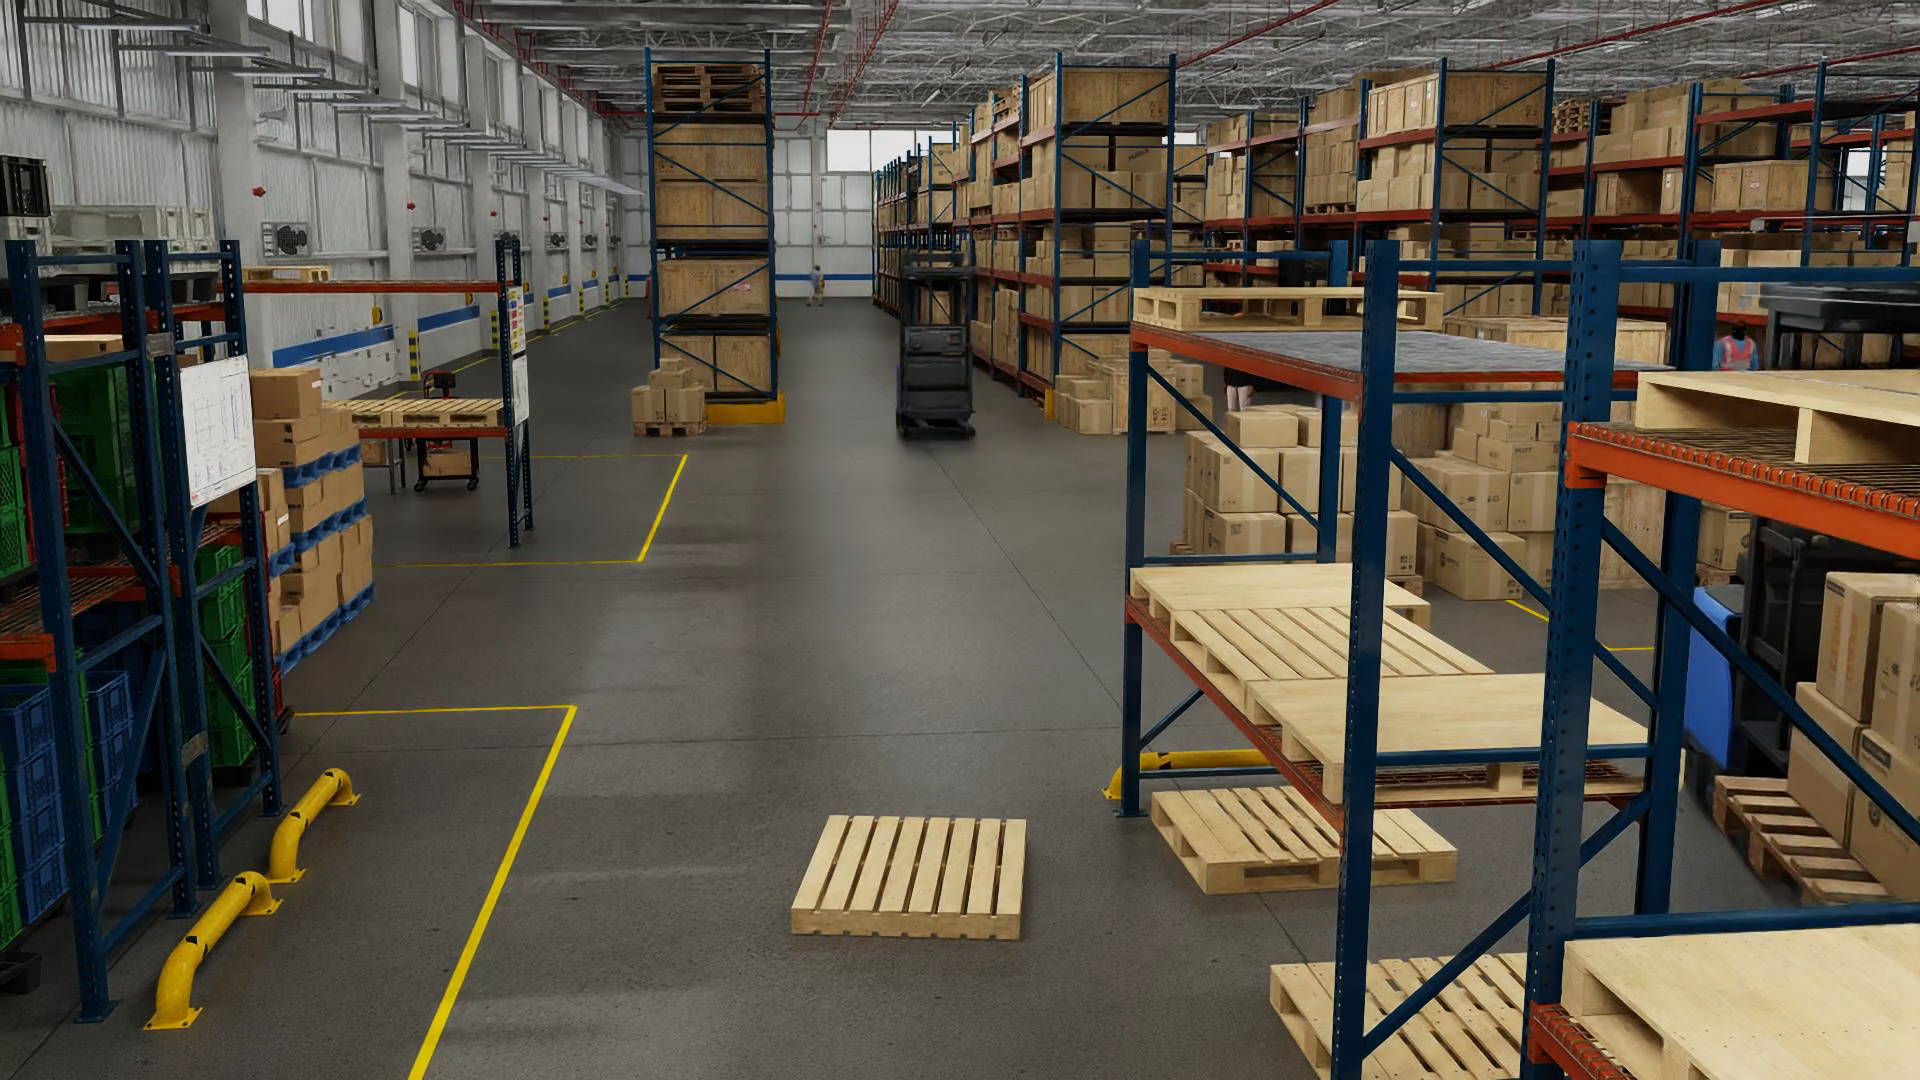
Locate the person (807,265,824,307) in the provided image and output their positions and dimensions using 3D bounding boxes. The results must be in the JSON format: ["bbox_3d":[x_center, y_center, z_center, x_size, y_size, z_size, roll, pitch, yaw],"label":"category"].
[{"bbox_3d":[-6.606,-11.574,75.843,0.630,1.896,1.010,6,12,28],"label":"person"}]

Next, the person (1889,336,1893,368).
[{"bbox_3d":[19.933,-4.388,35.950,0.549,1.920,0.720,-1,10,-3],"label":"person"}]

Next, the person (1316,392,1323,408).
[{"bbox_3d":[4.481,-1.507,19.929,0.646,1.924,0.555,3,11,15],"label":"person"}]

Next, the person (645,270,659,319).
[{"bbox_3d":[-11.919,-9.524,64.451,0.400,1.894,0.653,10,14,43],"label":"person"}]

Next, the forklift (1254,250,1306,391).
[{"bbox_3d":[6.638,-4.454,33.610,1.873,2.768,1.129,-1,10,-6],"label":"forklift"}]

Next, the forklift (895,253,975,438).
[{"bbox_3d":[-0.423,-3.081,26.008,1.129,2.768,1.873,-1,10,-6],"label":"forklift"}]

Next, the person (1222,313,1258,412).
[{"bbox_3d":[4.013,-2.264,23.934,0.381,1.994,0.622,-7,13,-35],"label":"person"}]

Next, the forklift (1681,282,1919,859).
[{"bbox_3d":[4.479,0.089,8.438,1.129,2.768,1.873,2,10,9],"label":"forklift"}]

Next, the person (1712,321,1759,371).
[{"bbox_3d":[11.933,-2.448,25.493,0.654,1.794,0.927,0,10,0],"label":"person"}]

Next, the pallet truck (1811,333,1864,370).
[{"bbox_3d":[15.846,-3.142,28.793,1.885,1.965,0.823,2,10,12],"label":"pallet truck"}]
